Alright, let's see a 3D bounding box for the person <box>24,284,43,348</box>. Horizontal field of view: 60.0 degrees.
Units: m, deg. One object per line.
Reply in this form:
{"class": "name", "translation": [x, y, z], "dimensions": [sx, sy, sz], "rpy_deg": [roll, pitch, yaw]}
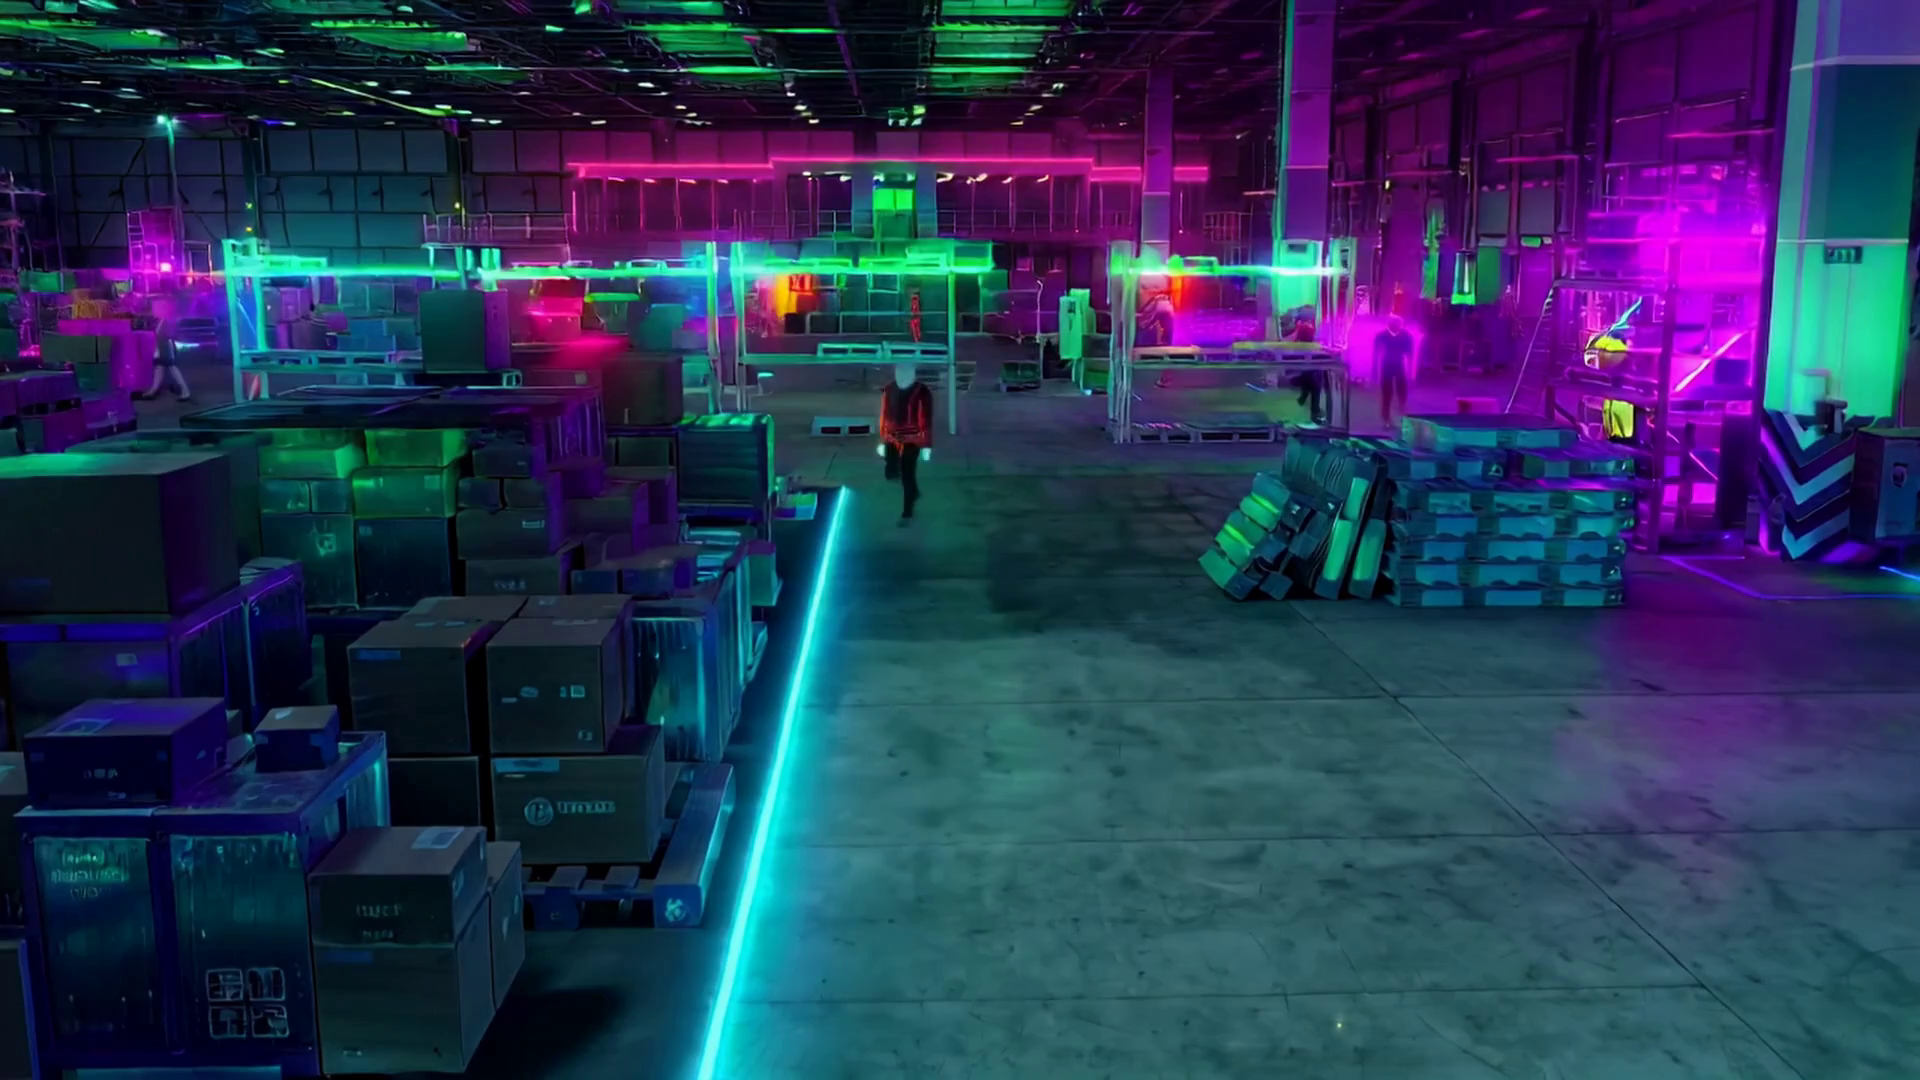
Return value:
{"class": "person", "translation": [-26.445, -6.392, 47.536], "dimensions": [0.588, 1.823, 0.403], "rpy_deg": [6, 12, 31]}

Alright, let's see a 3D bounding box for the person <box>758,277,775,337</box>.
{"class": "person", "translation": [-6.149, -7.383, 52.787], "dimensions": [0.569, 1.921, 0.550], "rpy_deg": [4, 11, 23]}

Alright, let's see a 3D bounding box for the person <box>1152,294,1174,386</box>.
{"class": "person", "translation": [4.280, -4.217, 35.128], "dimensions": [0.366, 1.926, 0.593], "rpy_deg": [8, 13, 36]}

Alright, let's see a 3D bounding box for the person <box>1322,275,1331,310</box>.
{"class": "person", "translation": [14.752, -10.015, 67.698], "dimensions": [0.662, 1.826, 0.511], "rpy_deg": [-3, 11, -17]}

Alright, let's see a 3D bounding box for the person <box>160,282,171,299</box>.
{"class": "person", "translation": [-25.470, -7.411, 53.435], "dimensions": [0.297, 1.744, 0.487], "rpy_deg": [-5, 11, -25]}

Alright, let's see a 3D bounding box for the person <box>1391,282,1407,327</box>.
{"class": "person", "translation": [11.903, -6.004, 45.027], "dimensions": [0.624, 1.962, 0.933], "rpy_deg": [-8, 13, -39]}

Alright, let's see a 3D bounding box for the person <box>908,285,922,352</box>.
{"class": "person", "translation": [-1.205, -5.840, 44.329], "dimensions": [0.350, 1.878, 0.568], "rpy_deg": [-3, 11, -18]}

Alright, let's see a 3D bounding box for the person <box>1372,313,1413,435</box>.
{"class": "person", "translation": [6.784, -2.575, 26.020], "dimensions": [0.652, 1.911, 0.652], "rpy_deg": [0, 10, 0]}

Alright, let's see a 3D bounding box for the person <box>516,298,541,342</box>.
{"class": "person", "translation": [-8.585, -3.833, 33.021], "dimensions": [0.550, 1.920, 0.671], "rpy_deg": [6, 12, 29]}

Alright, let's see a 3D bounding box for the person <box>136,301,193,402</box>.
{"class": "person", "translation": [-15.159, -3.578, 31.599], "dimensions": [1.033, 1.906, 0.612], "rpy_deg": [-7, 12, -35]}

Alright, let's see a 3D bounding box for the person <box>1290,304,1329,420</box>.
{"class": "person", "translation": [6.037, -3.068, 28.412], "dimensions": [0.588, 2.000, 0.703], "rpy_deg": [3, 11, 16]}

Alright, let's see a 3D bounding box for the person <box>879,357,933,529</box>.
{"class": "person", "translation": [-0.556, -1.053, 17.789], "dimensions": [0.636, 1.823, 0.578], "rpy_deg": [7, 12, 34]}

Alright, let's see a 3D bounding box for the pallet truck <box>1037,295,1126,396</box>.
{"class": "pallet truck", "translation": [2.483, -3.881, 33.060], "dimensions": [1.885, 1.965, 0.823], "rpy_deg": [-7, 13, -36]}

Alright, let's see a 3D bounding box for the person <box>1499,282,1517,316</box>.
{"class": "person", "translation": [15.645, -6.424, 47.583], "dimensions": [0.512, 1.873, 0.328], "rpy_deg": [-1, 10, -4]}
